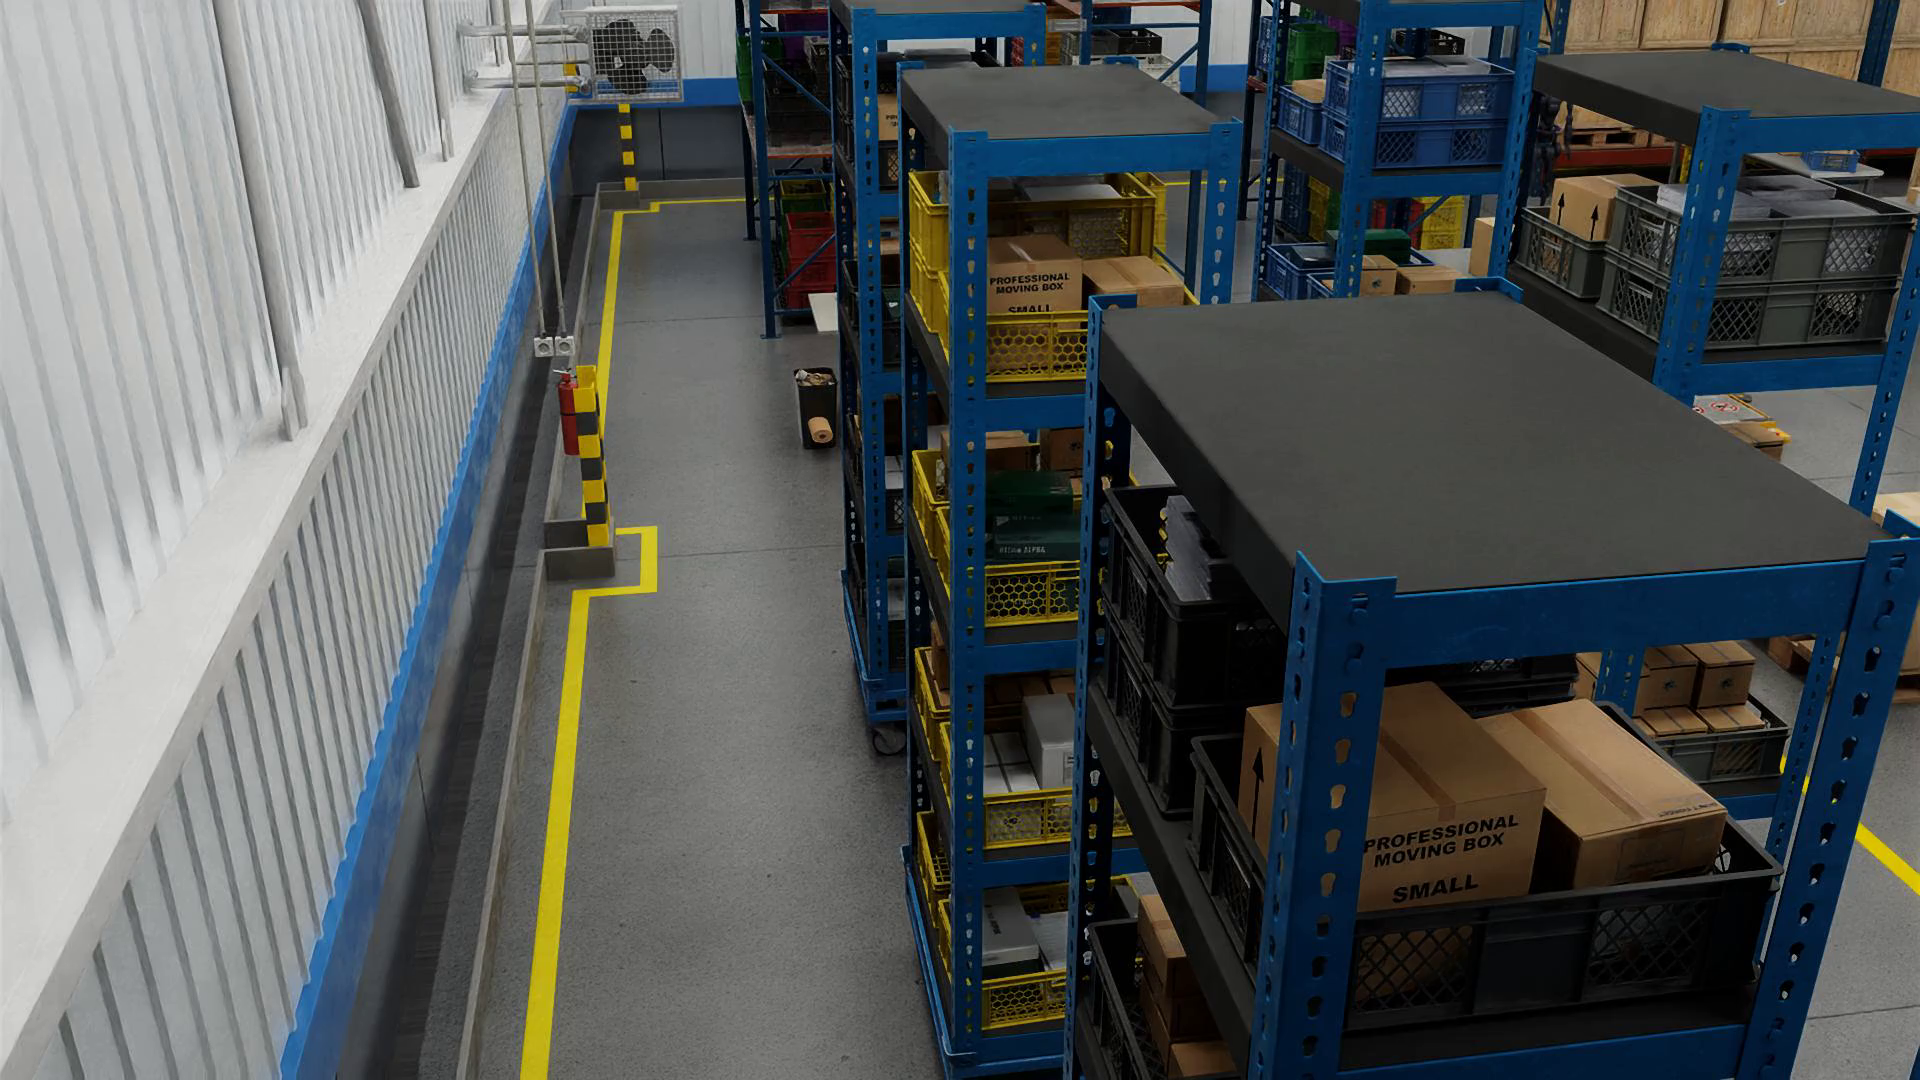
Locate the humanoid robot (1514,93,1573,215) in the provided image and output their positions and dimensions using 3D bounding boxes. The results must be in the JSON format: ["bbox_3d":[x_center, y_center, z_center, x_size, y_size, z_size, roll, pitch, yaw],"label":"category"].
[{"bbox_3d":[6.272,-4.259,17.865,0.595,1.649,0.329,-3,25,-7],"label":"humanoid robot"}]

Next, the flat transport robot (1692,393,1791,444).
[{"bbox_3d":[5.224,-0.859,12.132,1.431,0.197,0.652,-4,25,-8],"label":"flat transport robot"}]
